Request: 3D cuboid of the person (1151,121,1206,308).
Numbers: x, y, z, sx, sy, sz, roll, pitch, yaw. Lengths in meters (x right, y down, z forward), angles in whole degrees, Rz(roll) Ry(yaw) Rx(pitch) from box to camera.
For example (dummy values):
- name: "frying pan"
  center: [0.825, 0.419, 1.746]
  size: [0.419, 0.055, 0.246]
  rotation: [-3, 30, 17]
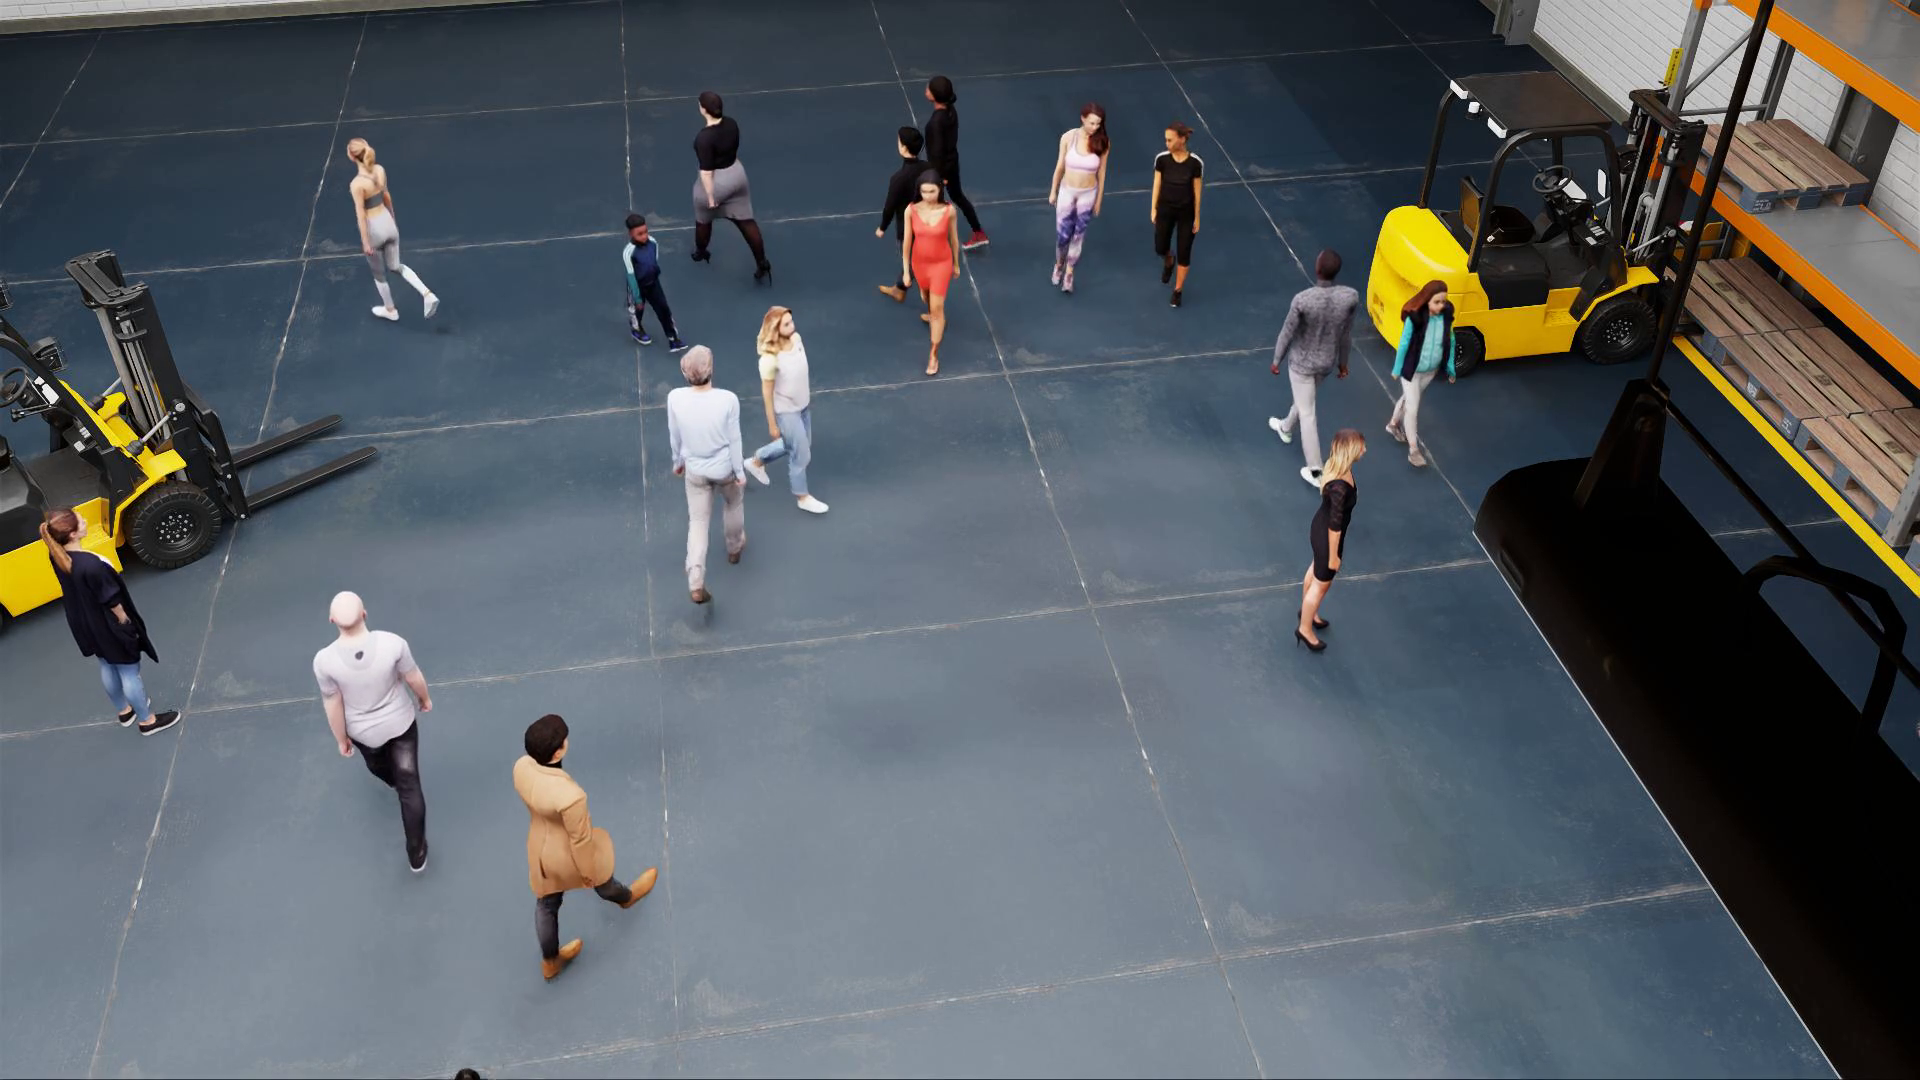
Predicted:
- name: "person"
  center: [1.881, -2.846, 14.267]
  size: [0.786, 1.653, 0.872]
  rotation: [9, 40, 12]

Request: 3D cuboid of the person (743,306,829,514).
- name: "person"
  center: [-1.289, -0.937, 11.833]
  size: [0.976, 1.707, 0.978]
  rotation: [15, 41, 18]

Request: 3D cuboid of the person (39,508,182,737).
- name: "person"
  center: [-5.192, 0.495, 10.059]
  size: [0.719, 1.684, 0.764]
  rotation: [19, 42, 22]

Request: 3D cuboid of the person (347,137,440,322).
- name: "person"
  center: [-4.766, -2.528, 13.843]
  size: [0.944, 1.686, 0.960]
  rotation: [16, 41, 19]

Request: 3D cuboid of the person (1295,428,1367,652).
- name: "person"
  center: [2.362, -0.012, 10.701]
  size: [0.666, 1.675, 0.524]
  rotation: [7, 39, 8]

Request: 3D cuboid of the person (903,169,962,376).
- name: "person"
  center: [-0.222, -2.261, 13.516]
  size: [0.808, 1.676, 1.223]
  rotation: [2, 39, 3]

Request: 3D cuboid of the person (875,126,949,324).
- name: "person"
  center: [-0.334, -2.591, 13.918]
  size: [1.150, 1.691, 1.074]
  rotation: [25, 45, 28]

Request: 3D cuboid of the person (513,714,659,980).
- name: "person"
  center: [-2.125, 1.638, 8.624]
  size: [1.082, 1.690, 1.158]
  rotation: [22, 43, 25]

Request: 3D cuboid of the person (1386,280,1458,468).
- name: "person"
  center: [3.427, -1.347, 12.535]
  size: [0.690, 1.473, 0.915]
  rotation: [-15, 41, -18]

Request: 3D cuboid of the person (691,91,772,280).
- name: "person"
  center: [-1.978, -3.021, 14.438]
  size: [1.198, 1.713, 1.074]
  rotation: [29, 47, 31]

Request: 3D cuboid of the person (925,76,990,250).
- name: "person"
  center: [-0.070, -3.342, 14.896]
  size: [1.065, 1.644, 1.088]
  rotation: [17, 42, 20]

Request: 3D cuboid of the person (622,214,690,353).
- name: "person"
  center: [-2.646, -2.132, 13.719]
  size: [0.947, 1.222, 0.810]
  rotation: [32, 48, 33]

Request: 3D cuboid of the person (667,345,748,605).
- name: "person"
  center: [-1.674, -0.406, 11.046]
  size: [0.879, 1.861, 1.282]
  rotation: [3, 39, 3]

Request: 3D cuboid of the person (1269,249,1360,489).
- name: "person"
  center: [2.597, -1.223, 12.123]
  size: [0.817, 1.793, 1.204]
  rotation: [-11, 40, -13]

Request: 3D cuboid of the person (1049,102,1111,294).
- name: "person"
  center: [1.025, -2.978, 14.358]
  size: [0.711, 1.746, 0.694]
  rotation: [5, 39, 6]

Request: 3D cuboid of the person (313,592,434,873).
- name: "person"
  center: [-3.202, 1.095, 9.232]
  size: [0.806, 1.779, 1.253]
  rotation: [-12, 40, -15]
